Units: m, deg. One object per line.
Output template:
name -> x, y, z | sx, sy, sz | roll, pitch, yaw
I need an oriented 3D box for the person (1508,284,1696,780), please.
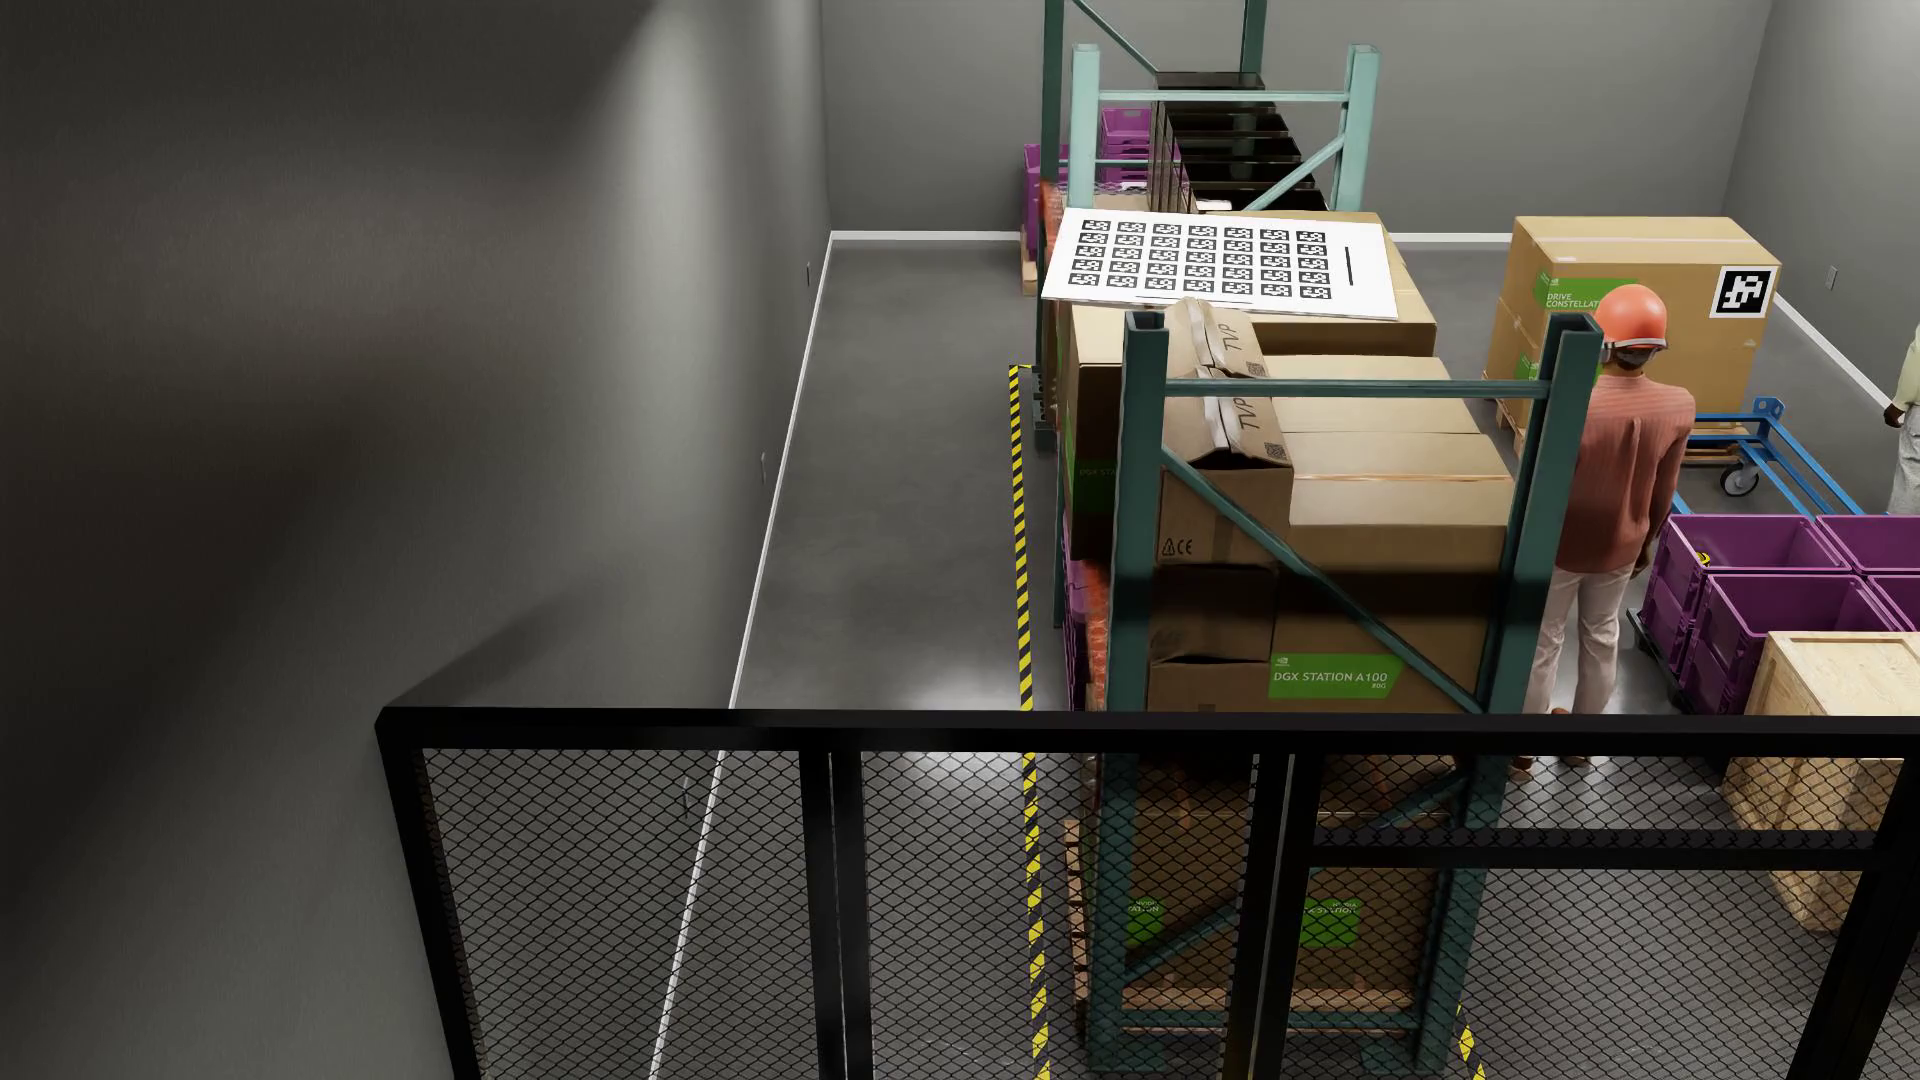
person -> 2.306, 0.003, 6.155 | 0.622, 1.993, 0.383 | -7, 32, -12

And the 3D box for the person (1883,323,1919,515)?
person -> 4.447, -0.653, 7.401 | 0.600, 1.829, 0.404 | 2, 31, 3
